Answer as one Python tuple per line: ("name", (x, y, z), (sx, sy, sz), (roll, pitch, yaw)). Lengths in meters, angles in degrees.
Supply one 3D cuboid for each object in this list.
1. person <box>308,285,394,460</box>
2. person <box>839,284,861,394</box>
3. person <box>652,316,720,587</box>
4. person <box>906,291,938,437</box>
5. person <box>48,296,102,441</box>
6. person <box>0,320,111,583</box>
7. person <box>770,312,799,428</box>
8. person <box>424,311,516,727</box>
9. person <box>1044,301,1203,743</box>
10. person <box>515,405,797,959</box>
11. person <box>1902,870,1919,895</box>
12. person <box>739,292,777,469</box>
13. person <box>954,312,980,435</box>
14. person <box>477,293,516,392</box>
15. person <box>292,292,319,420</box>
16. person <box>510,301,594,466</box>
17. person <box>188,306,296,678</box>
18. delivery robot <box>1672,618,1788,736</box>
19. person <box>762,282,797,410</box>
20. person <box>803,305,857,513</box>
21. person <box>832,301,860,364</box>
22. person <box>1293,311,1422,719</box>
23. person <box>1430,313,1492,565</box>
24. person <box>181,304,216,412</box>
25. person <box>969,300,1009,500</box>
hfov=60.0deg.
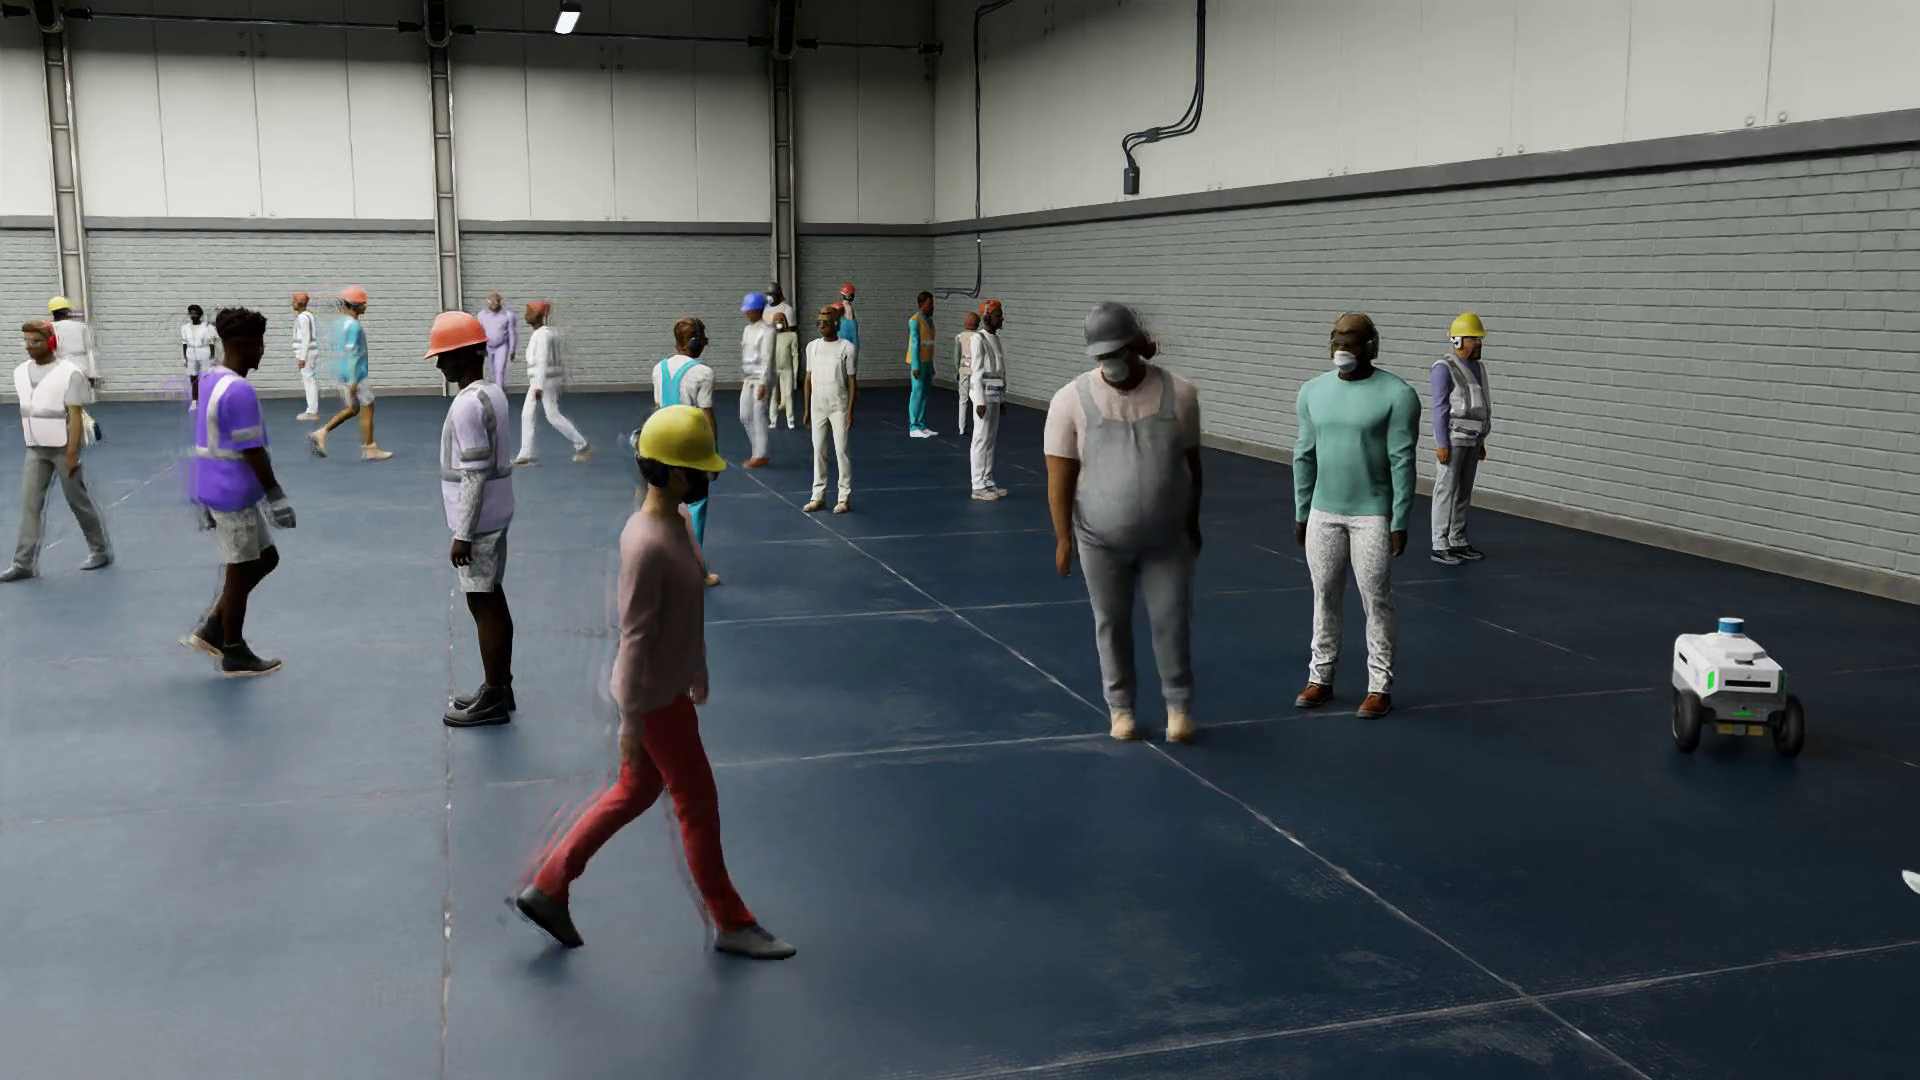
("person", (-6.975, -1.892, 18.963), (0.828, 2.026, 0.617), (-6, 11, -33))
("person", (-2.043, -3.639, 30.168), (0.383, 1.996, 0.609), (-4, 10, -24))
("person", (-1.830, -0.581, 11.186), (0.518, 1.835, 0.352), (5, 10, 31))
("person", (-0.507, -2.320, 21.998), (0.390, 1.918, 0.591), (3, 10, 21))
("person", (-11.114, -2.117, 20.882), (0.815, 1.878, 0.599), (5, 10, 31))
("person", (-6.368, -0.636, 11.645), (0.581, 1.799, 0.881), (2, 9, 15))
("person", (-2.494, -2.359, 23.186), (0.501, 1.627, 0.282), (-1, 9, -5))
("person", (-2.275, -0.094, 7.763), (0.366, 1.930, 0.542), (-1, 9, -4))
("person", (0.729, -0.089, 7.374), (0.722, 2.000, 0.592), (0, 9, -1))
("person", (-0.951, 0.441, 5.005), (0.829, 1.728, 0.565), (0, 9, 0))
("person", (3.367, 0.471, 4.956), (0.903, 1.682, 0.482), (8, 12, 41))
("person", (-2.225, -1.744, 18.261), (0.409, 1.941, 0.622), (-7, 11, -36))
("person", (0.166, -2.200, 22.107), (0.523, 1.643, 0.306), (5, 10, 28))
("person", (-7.742, -3.185, 27.718), (0.650, 1.863, 0.985), (1, 9, 5))
("person", (-9.730, -2.728, 24.715), (0.355, 1.883, 0.572), (-2, 9, -14))
("person", (-4.582, -1.742, 18.536), (0.907, 1.853, 0.575), (-5, 10, -28))
("person", (-3.722, -0.239, 8.654), (0.466, 1.943, 0.592), (-5, 10, -30))
("delivery robot", (3.443, 0.592, 7.458), (0.477, 0.478, 0.707), (2, 9, 12))
("person", (-2.970, -3.086, 26.496), (0.674, 2.000, 0.536), (5, 10, 30))
("person", (-1.159, -1.157, 14.809), (0.508, 1.846, 0.345), (3, 10, 20))
("person", (-1.934, -3.076, 27.450), (0.584, 1.714, 0.388), (2, 9, 10))
("person", (1.873, -0.118, 7.937), (0.625, 1.931, 0.378), (7, 11, 38))
("person", (3.689, -0.745, 12.223), (0.586, 1.833, 0.403), (-8, 12, -43))
("person", (-11.951, -2.853, 26.135), (0.533, 1.691, 0.321), (0, 9, 1))
("person", (0.275, -1.327, 15.778), (0.353, 1.883, 0.573), (3, 10, 21))
